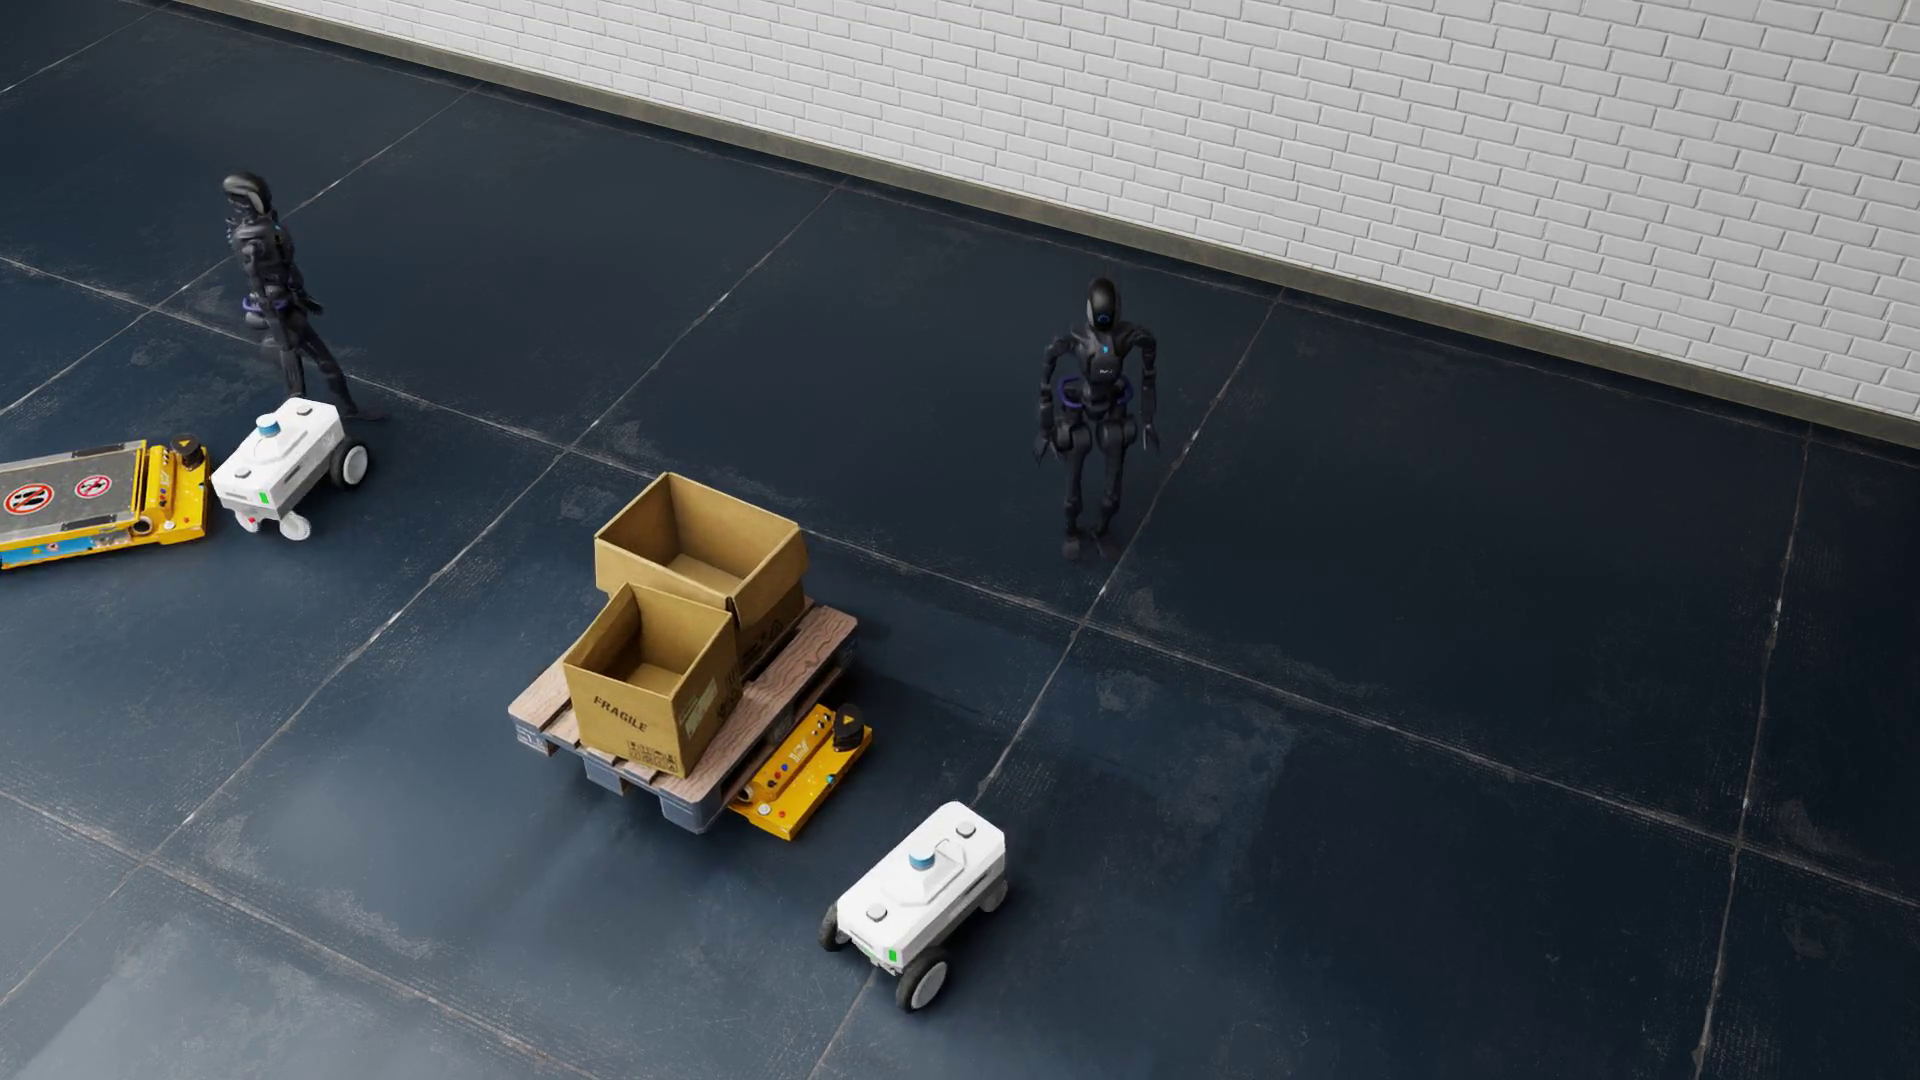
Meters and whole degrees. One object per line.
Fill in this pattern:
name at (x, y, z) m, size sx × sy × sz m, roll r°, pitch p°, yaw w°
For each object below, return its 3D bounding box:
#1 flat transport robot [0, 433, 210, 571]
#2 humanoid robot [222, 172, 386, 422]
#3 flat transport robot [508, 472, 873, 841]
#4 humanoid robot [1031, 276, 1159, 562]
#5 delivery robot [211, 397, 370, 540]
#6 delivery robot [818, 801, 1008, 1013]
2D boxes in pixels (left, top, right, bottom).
flat transport robot at (-4.582, -0.149, 8.416) m, size 1.431 × 0.231 × 0.659 m, roll -11°, pitch 44°, yaw -12°
humanoid robot at (-3.460, -1.139, 8.482) m, size 0.568 × 1.645 × 0.589 m, roll -6°, pitch 43°, yaw -7°
flat transport robot at (-1.161, 0.775, 7.419) m, size 1.431 × 0.231 × 0.659 m, roll 22°, pitch 47°, yaw 22°
humanoid robot at (0.647, -0.563, 7.837) m, size 0.614 × 1.645 × 0.357 m, roll -6°, pitch 43°, yaw -7°
delivery robot at (-3.436, -0.396, 8.451) m, size 0.501 × 0.567 × 0.736 m, roll 12°, pitch 44°, yaw 13°
delivery robot at (-0.165, 1.414, 6.529) m, size 0.499 × 0.608 × 0.786 m, roll 31°, pitch 51°, yaw 29°
